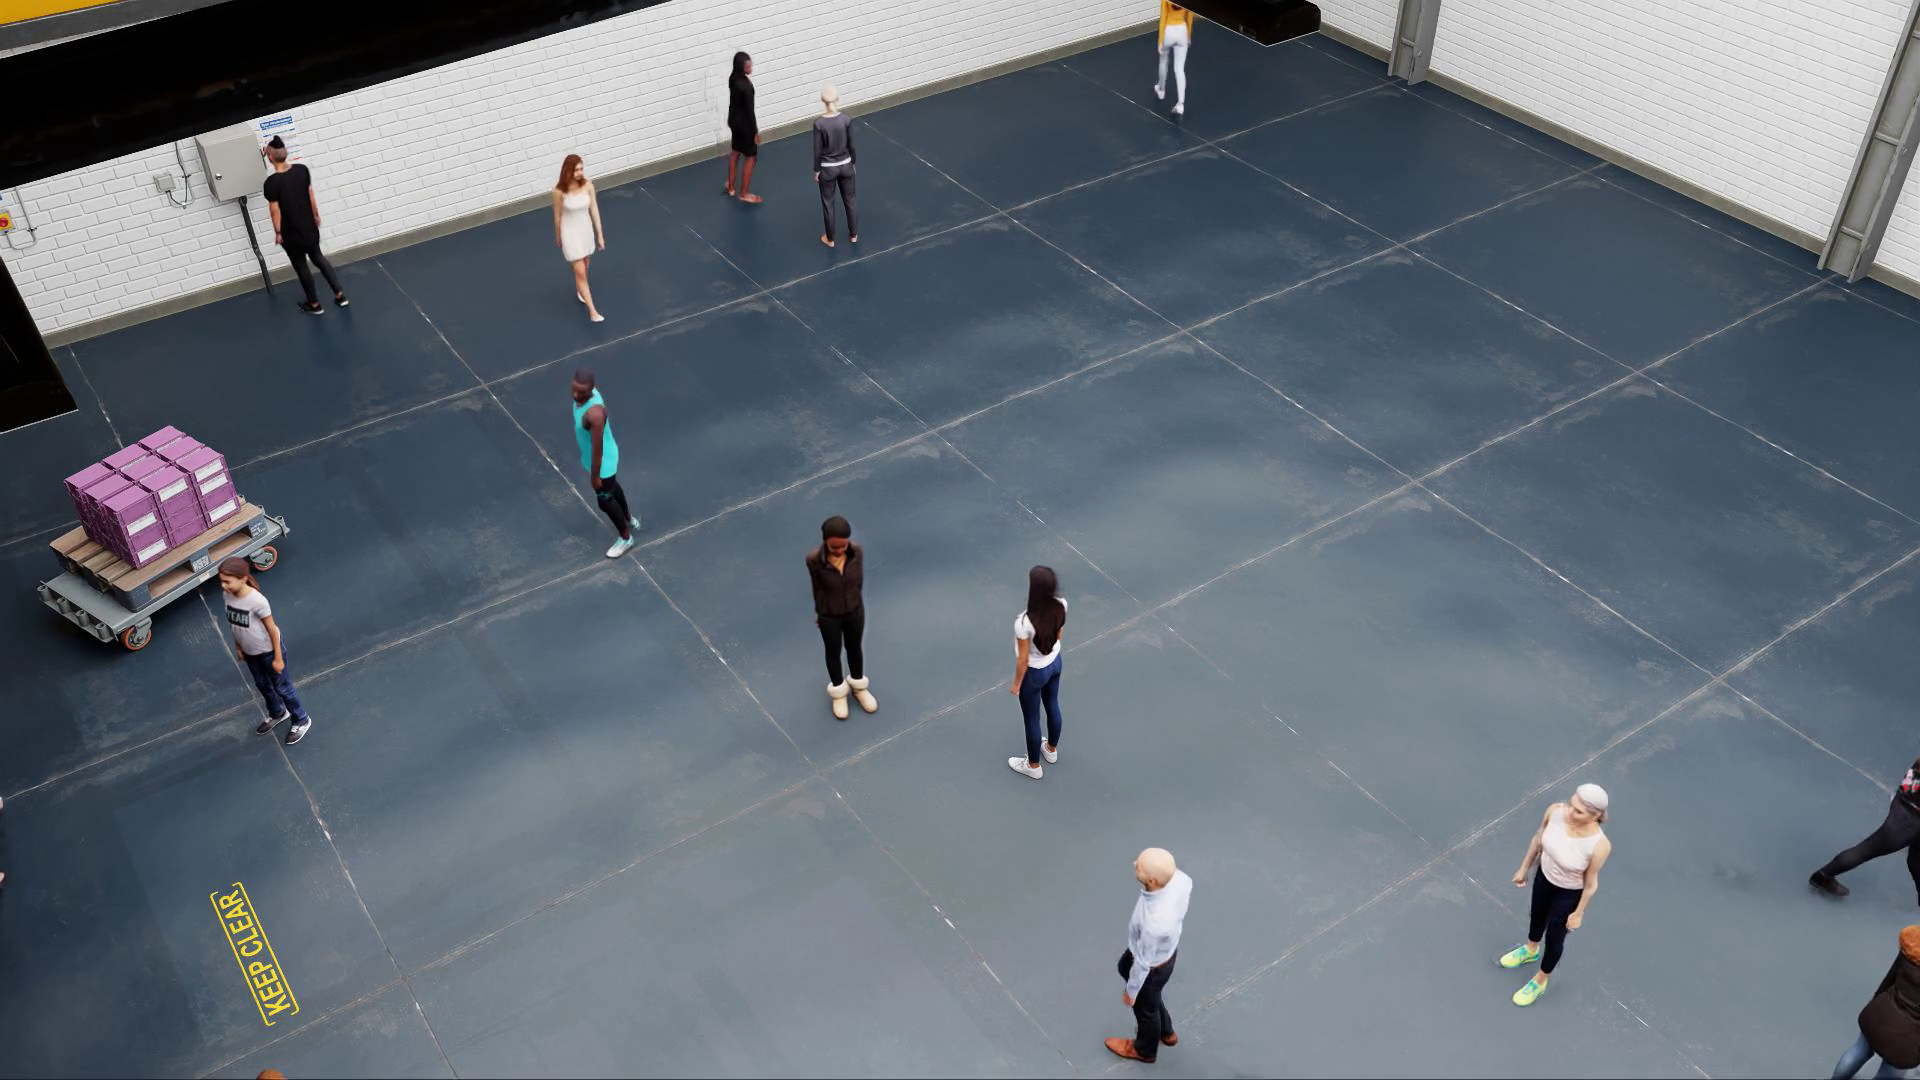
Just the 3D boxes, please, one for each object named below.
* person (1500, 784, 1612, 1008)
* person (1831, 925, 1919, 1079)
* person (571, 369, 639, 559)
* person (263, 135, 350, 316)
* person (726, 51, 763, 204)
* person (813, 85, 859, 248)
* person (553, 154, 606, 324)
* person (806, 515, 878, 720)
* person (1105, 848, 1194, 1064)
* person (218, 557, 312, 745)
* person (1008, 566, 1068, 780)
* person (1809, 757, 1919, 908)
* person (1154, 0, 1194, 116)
[{"bbox_3d":[3.531,2.013,9.742,0.707,1.707,0.601,-17,42,-20],"label":"person"},{"bbox_3d":[5.101,2.636,9.023,0.759,1.629,0.639,-8,39,-10],"label":"person"},{"bbox_3d":[-2.767,-0.656,13.029,0.936,1.775,0.701,-4,39,-4],"label":"person"},{"bbox_3d":[-6.302,-3.008,15.897,0.876,1.871,0.835,19,43,23],"label":"person"},{"bbox_3d":[-2.378,-4.447,17.833,0.872,1.704,0.515,-27,46,-30],"label":"person"},{"bbox_3d":[-1.275,-3.839,17.053,0.657,1.727,0.608,-13,40,-15],"label":"person"},{"bbox_3d":[-3.715,-2.971,16.022,0.627,1.658,1.105,-17,42,-20],"label":"person"},{"bbox_3d":[-0.851,0.485,11.691,0.686,1.661,0.618,-23,44,-26],"label":"person"},{"bbox_3d":[1.139,2.362,9.242,0.821,1.785,0.785,15,41,18],"label":"person"},{"bbox_3d":[-4.820,0.733,11.460,0.594,1.563,0.680,14,41,17],"label":"person"},{"bbox_3d":[0.544,0.878,11.107,0.574,1.776,0.623,31,48,33],"label":"person"},{"bbox_3d":[5.734,1.687,10.208,1.157,1.634,0.938,15,41,17],"label":"person"},{"bbox_3d":[2.553,-5.841,19.574,0.942,1.709,1.266,-7,39,-8],"label":"person"}]
